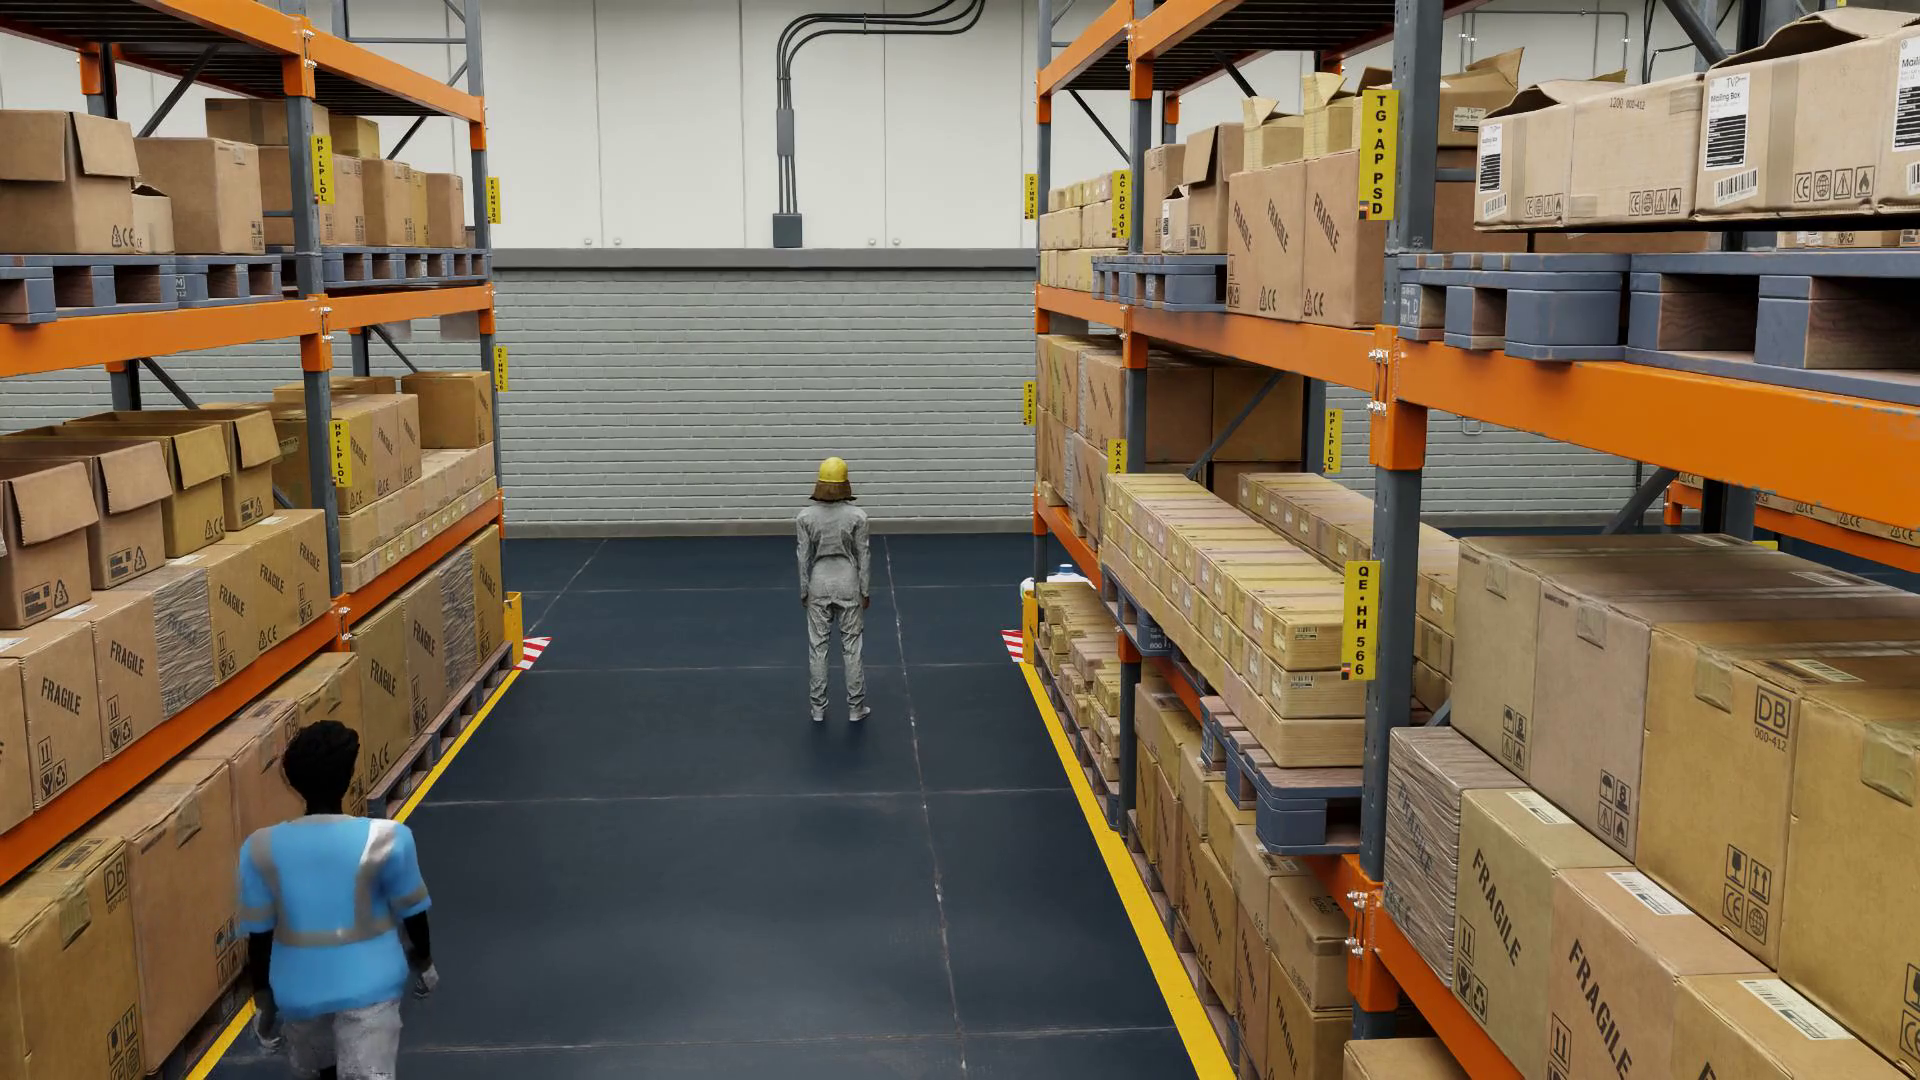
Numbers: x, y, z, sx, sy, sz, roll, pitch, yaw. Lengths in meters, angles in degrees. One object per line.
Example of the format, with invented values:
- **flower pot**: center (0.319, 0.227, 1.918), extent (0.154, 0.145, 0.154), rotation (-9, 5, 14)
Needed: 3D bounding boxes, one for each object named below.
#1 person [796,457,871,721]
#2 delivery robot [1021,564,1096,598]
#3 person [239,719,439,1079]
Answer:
- **person**: center (-0.820, 0.325, 10.904), extent (0.485, 1.744, 0.295), rotation (1, 10, 3)
- **delivery robot**: center (0.855, 0.440, 13.447), extent (0.707, 0.478, 0.477), rotation (3, 10, 15)
- **person**: center (-1.888, 1.360, 5.091), extent (0.533, 1.646, 0.916), rotation (0, 10, 0)
